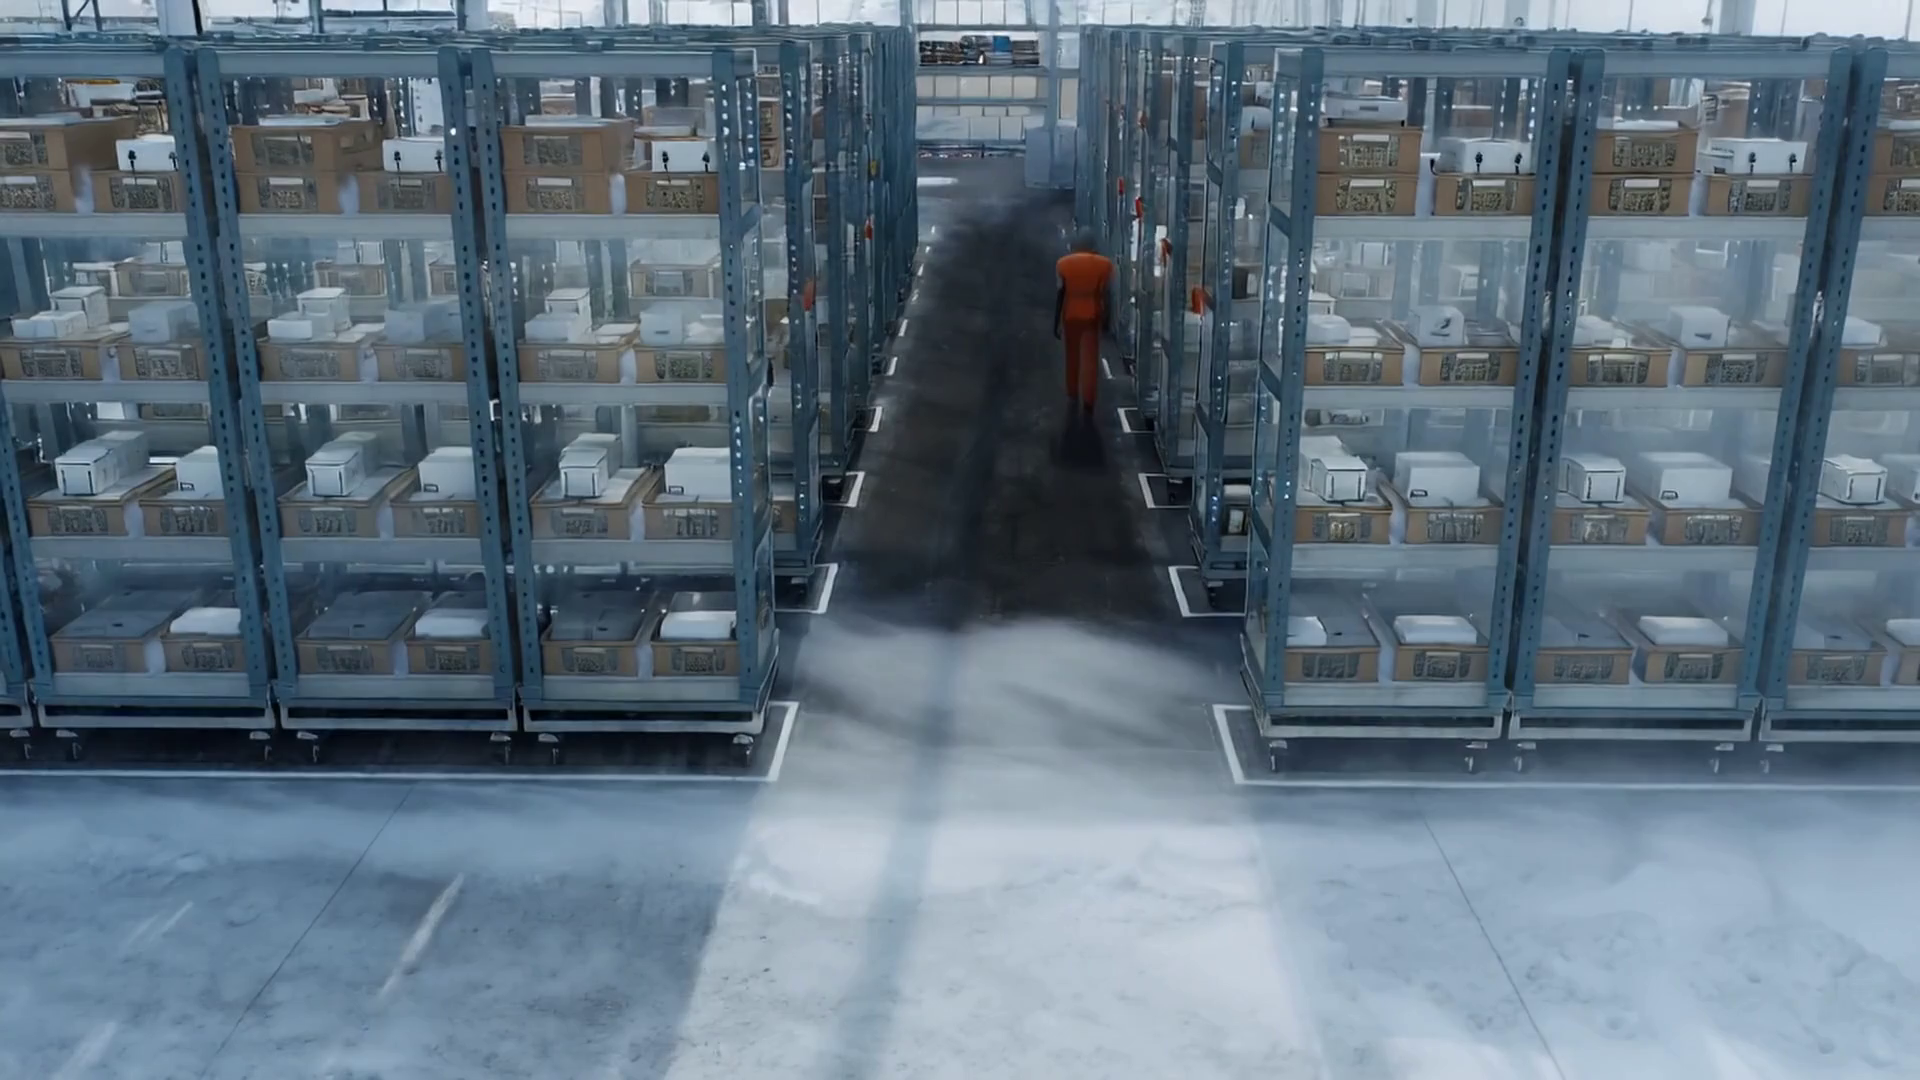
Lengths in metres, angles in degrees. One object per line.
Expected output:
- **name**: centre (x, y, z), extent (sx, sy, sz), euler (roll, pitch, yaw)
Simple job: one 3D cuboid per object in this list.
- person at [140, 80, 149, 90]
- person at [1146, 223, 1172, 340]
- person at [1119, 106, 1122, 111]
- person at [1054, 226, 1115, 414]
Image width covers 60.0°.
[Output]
- **person**: centre (-26.022, -13.771, 53.239), extent (0.429, 1.841, 0.634), euler (4, 18, 12)
- **person**: centre (2.118, -2.399, 17.096), extent (0.578, 1.790, 0.601), euler (8, 19, 24)
- **person**: centre (3.764, -9.321, 38.970), extent (0.619, 1.883, 1.017), euler (1, 17, 3)
- **person**: centre (1.230, -2.191, 16.412), extent (0.600, 1.788, 0.997), euler (0, 17, 2)
